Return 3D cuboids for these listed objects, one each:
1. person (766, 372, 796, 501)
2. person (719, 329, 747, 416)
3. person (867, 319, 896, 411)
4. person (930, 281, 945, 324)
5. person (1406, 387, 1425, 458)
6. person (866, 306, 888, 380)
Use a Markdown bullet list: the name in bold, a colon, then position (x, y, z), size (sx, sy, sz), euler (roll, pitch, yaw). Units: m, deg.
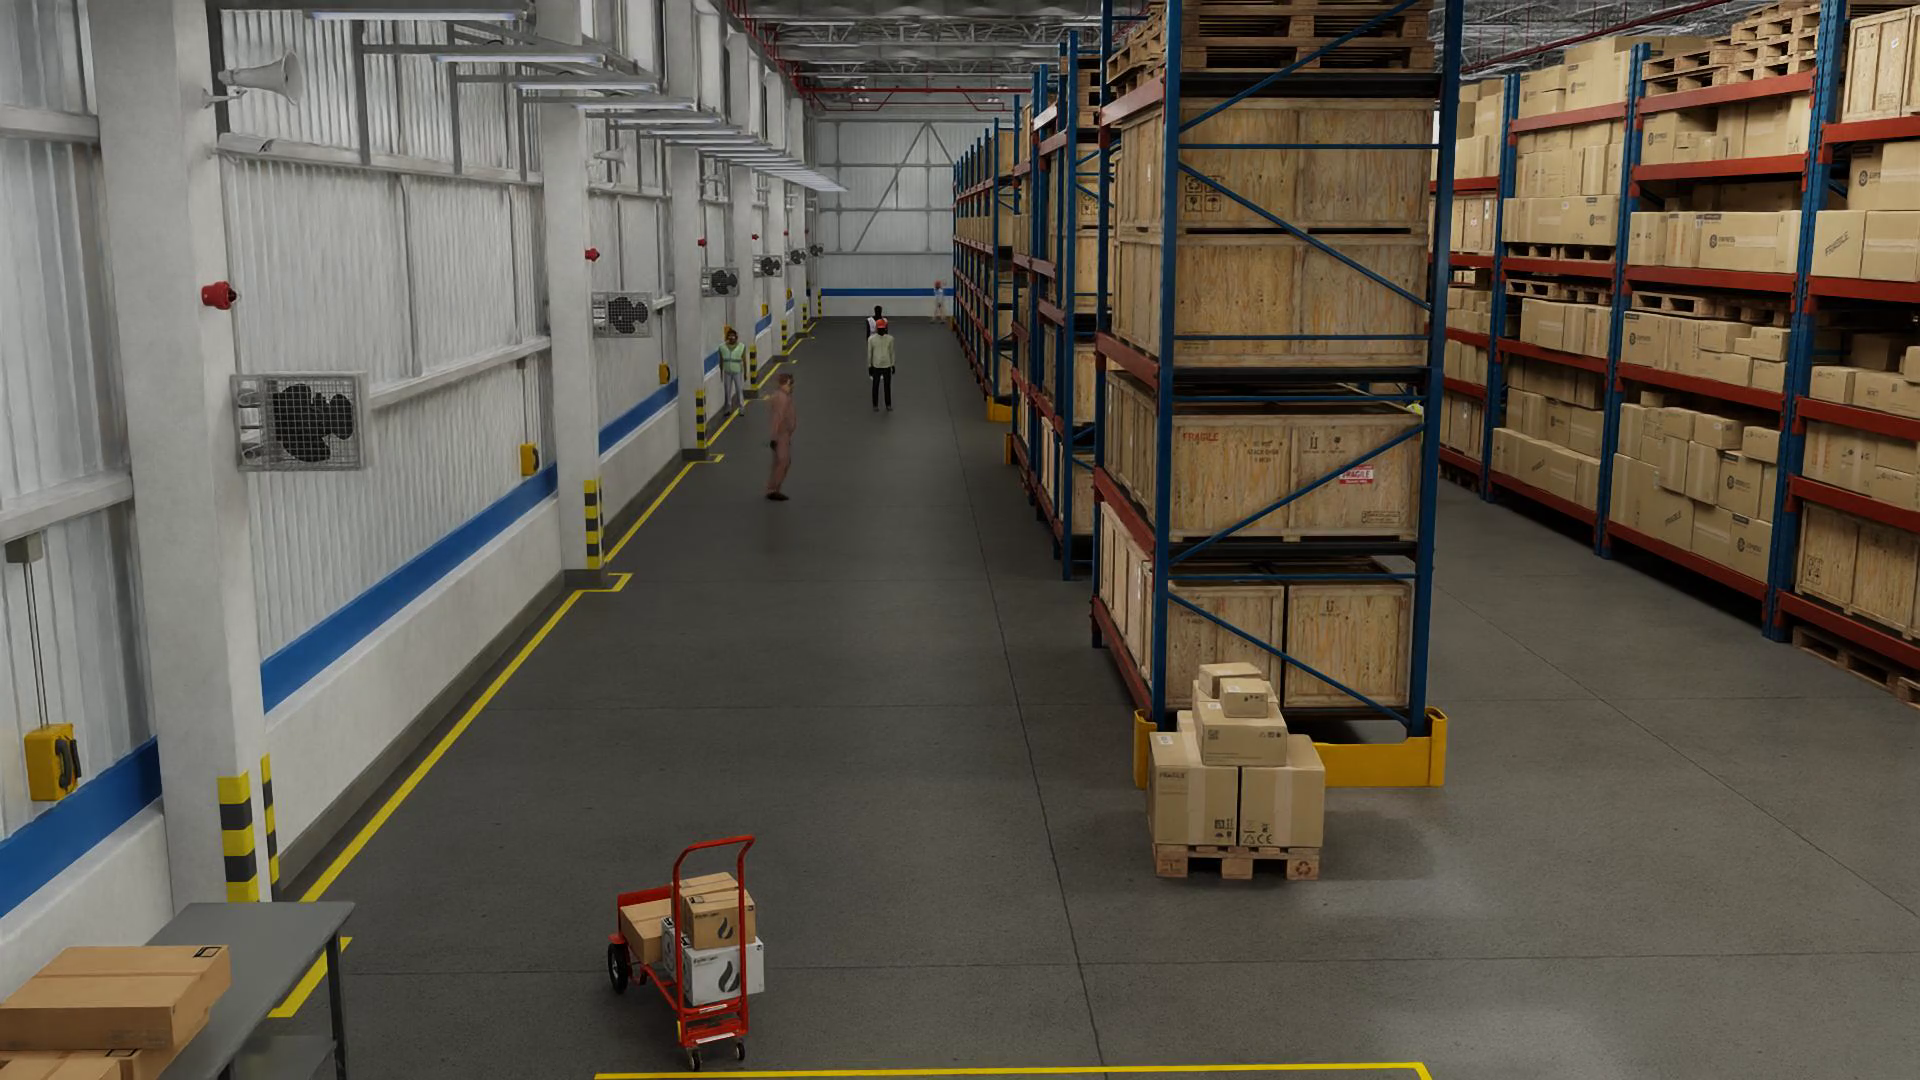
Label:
- **person**: position (-2.632, -1.519, 24.385), size (0.487, 1.869, 0.671), euler (-2, 11, -11)
- **person**: position (-4.733, -3.492, 34.767), size (0.578, 1.832, 0.402), euler (1, 11, 6)
- **person**: position (-1.678, -3.753, 35.714), size (0.618, 1.986, 0.407), euler (-3, 11, -16)
- **person**: position (-0.876, -9.348, 65.556), size (0.574, 1.700, 0.852), euler (10, 15, 42)
- **person**: position (6.771, -1.439, 24.426), size (0.539, 1.696, 0.317), euler (-1, 11, -3)
- **person**: position (-2.131, -5.083, 42.852), size (0.595, 1.907, 0.414), euler (-5, 12, -25)
